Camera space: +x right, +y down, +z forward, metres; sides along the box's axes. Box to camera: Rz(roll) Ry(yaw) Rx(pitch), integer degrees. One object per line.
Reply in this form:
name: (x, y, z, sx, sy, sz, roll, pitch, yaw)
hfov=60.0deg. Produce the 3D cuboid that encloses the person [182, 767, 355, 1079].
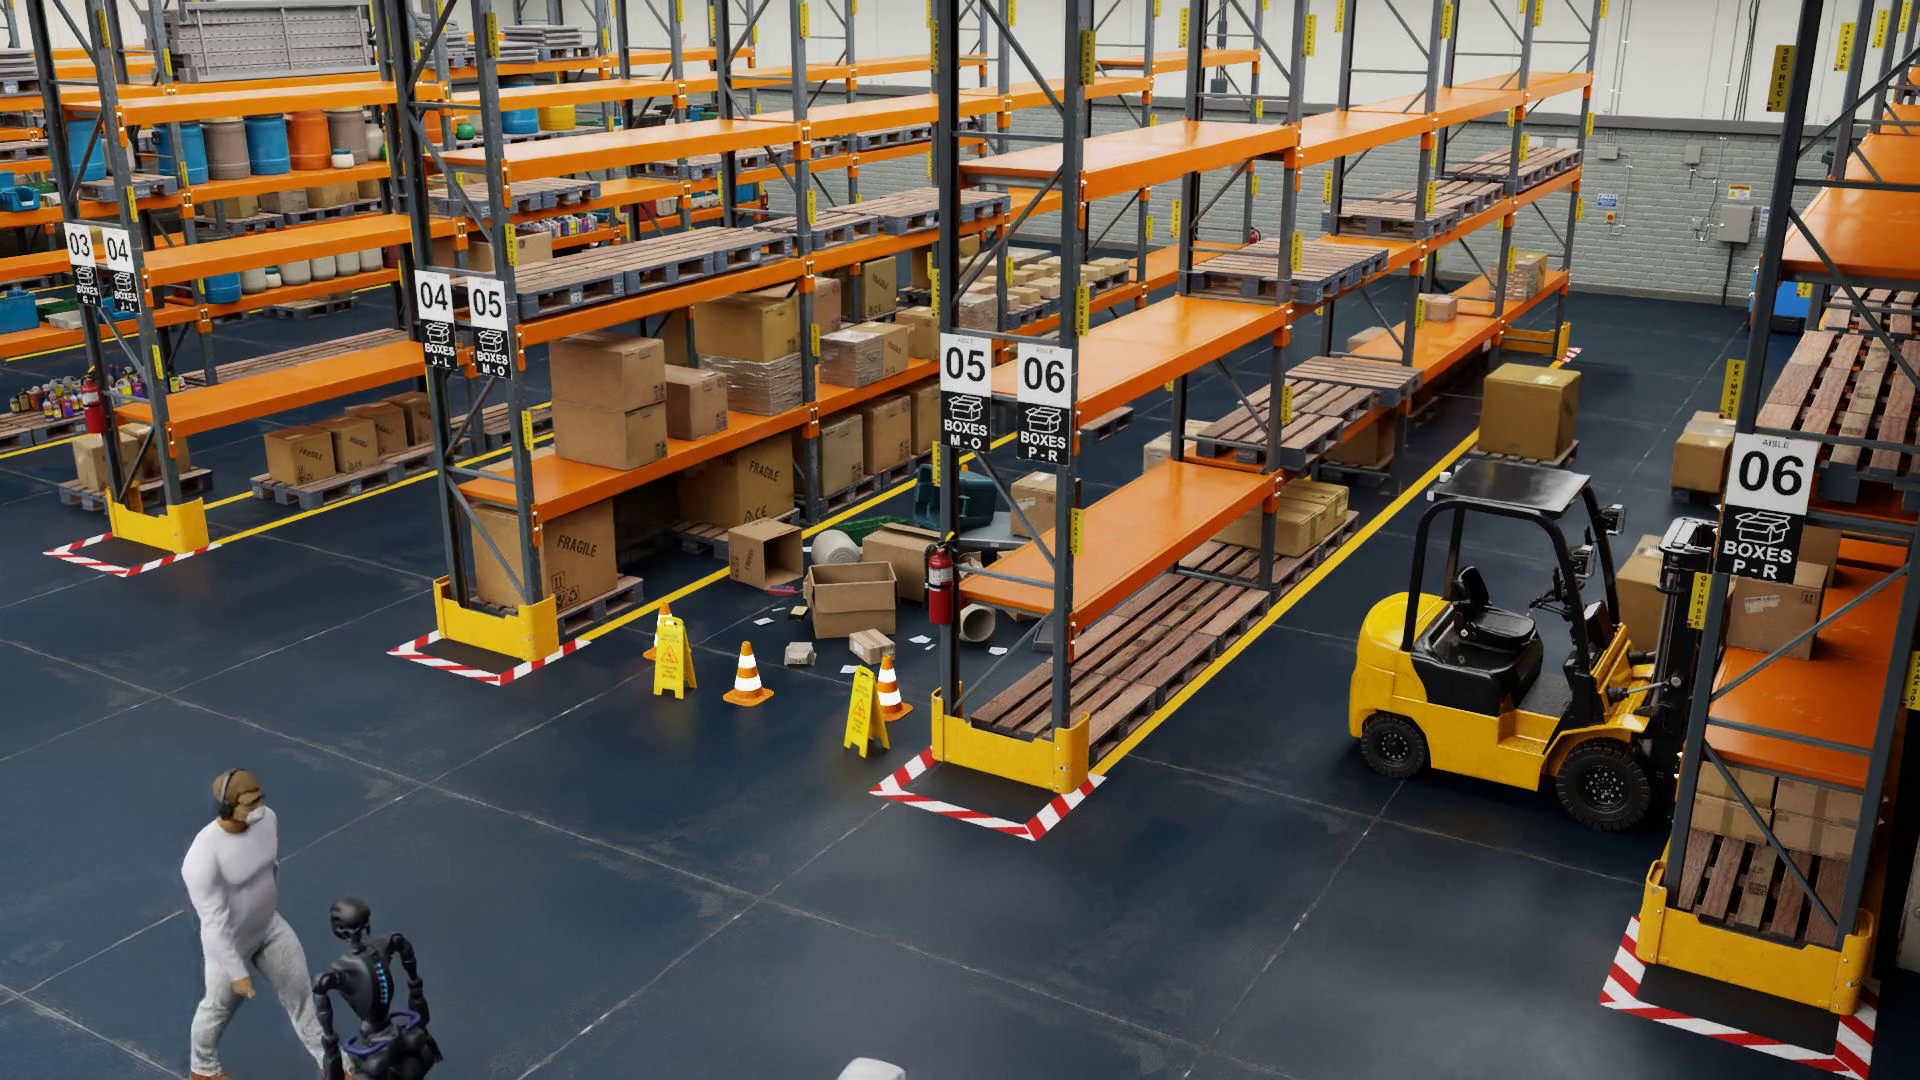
person: (-3.558, 2.009, 8.354, 1.056, 1.873, 0.642, 5, 20, 15)

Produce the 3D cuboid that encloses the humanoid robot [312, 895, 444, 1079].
humanoid robot: (-2.652, 2.378, 7.615, 0.374, 1.643, 0.609, 11, 22, 30)

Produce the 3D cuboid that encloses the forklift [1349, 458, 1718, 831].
forklift: (3.988, 0.658, 11.776, 2.313, 2.155, 1.214, 11, 22, 29)

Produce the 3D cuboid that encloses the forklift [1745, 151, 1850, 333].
forklift: (13.620, -4.667, 26.137, 1.873, 2.768, 1.129, 11, 22, 29)

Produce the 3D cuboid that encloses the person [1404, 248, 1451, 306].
person: (8.022, -4.760, 28.215, 0.751, 1.672, 0.520, 14, 23, 35)

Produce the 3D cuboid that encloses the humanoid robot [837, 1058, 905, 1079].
humanoid robot: (-0.235, 2.686, 6.623, 0.545, 1.767, 0.823, 5, 20, 14)
